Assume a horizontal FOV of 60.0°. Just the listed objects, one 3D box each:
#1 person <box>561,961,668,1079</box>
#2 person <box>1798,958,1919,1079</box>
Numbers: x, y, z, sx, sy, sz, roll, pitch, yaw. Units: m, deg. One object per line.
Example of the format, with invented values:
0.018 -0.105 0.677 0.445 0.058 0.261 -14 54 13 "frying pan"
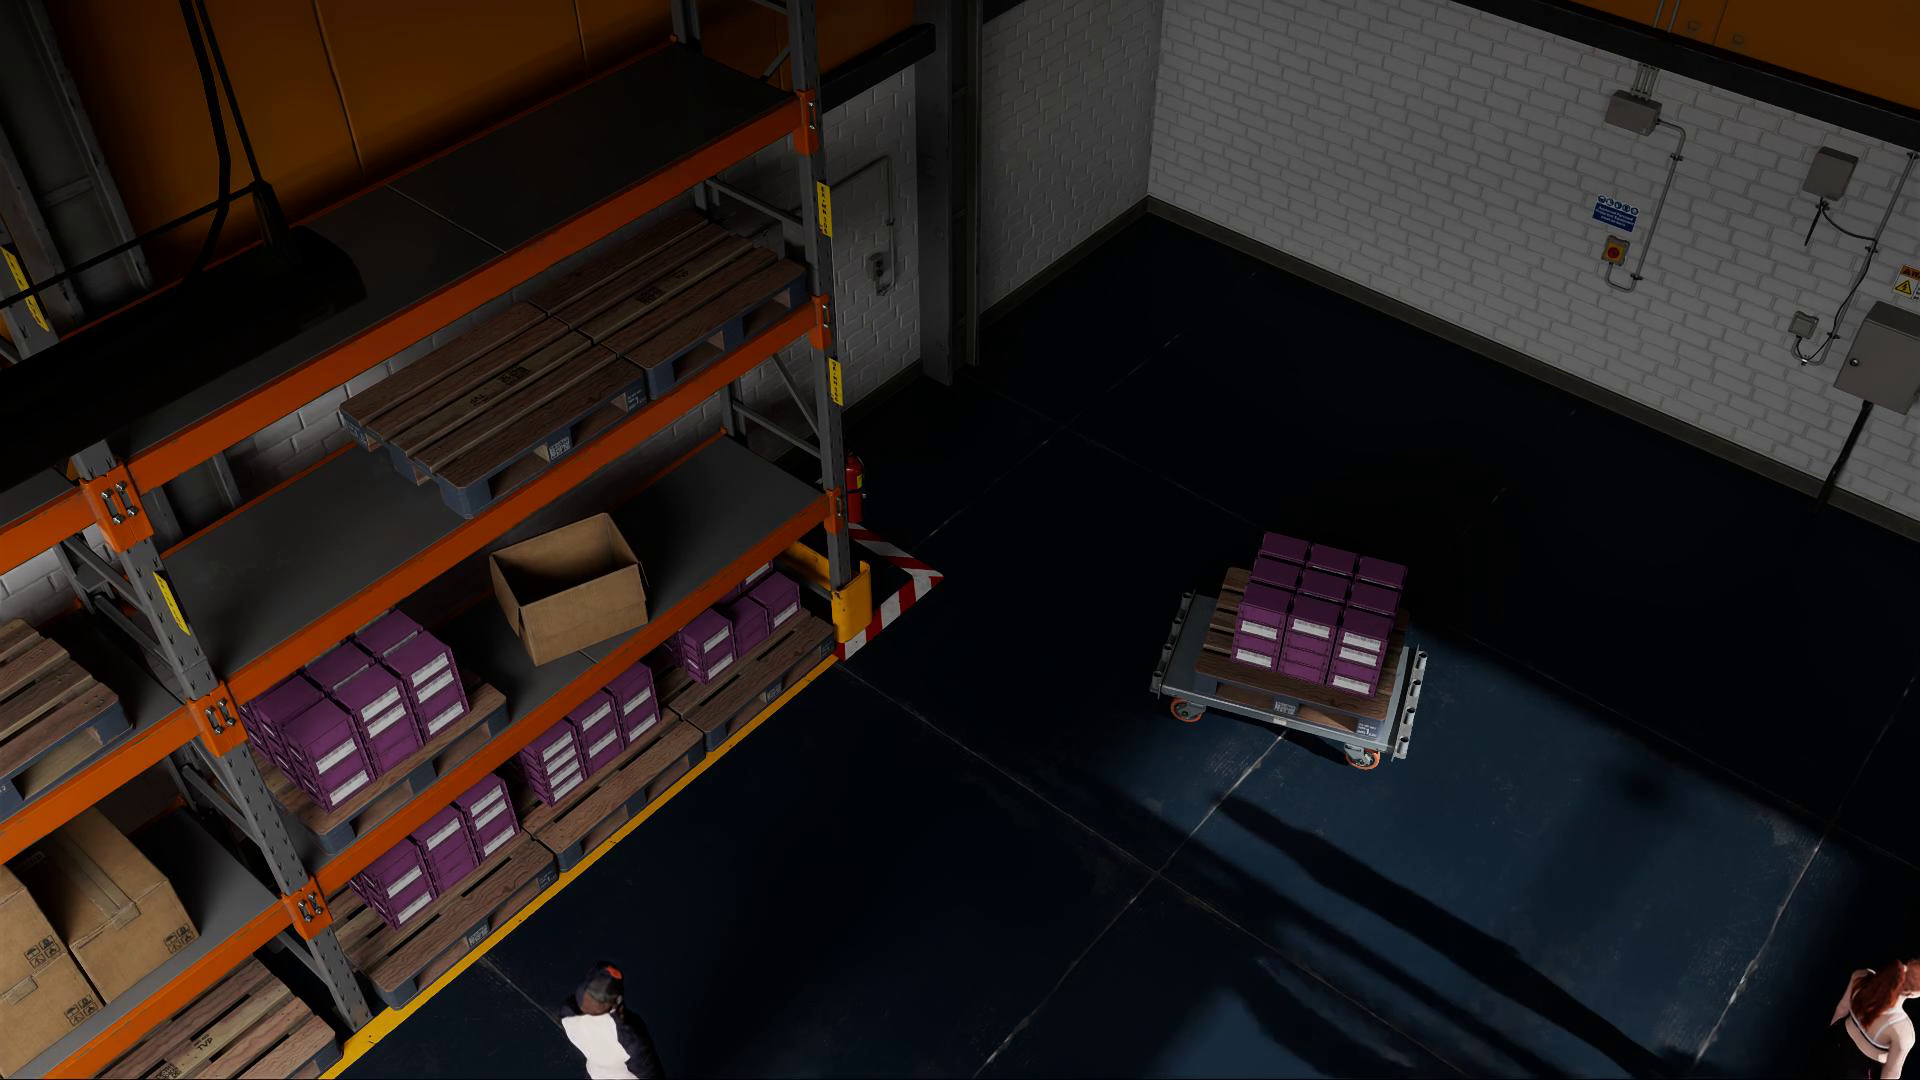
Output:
-1.615 2.628 8.060 0.716 1.893 0.645 22 48 21 "person"
4.378 2.581 8.218 0.709 1.742 0.669 -8 44 -8 "person"
